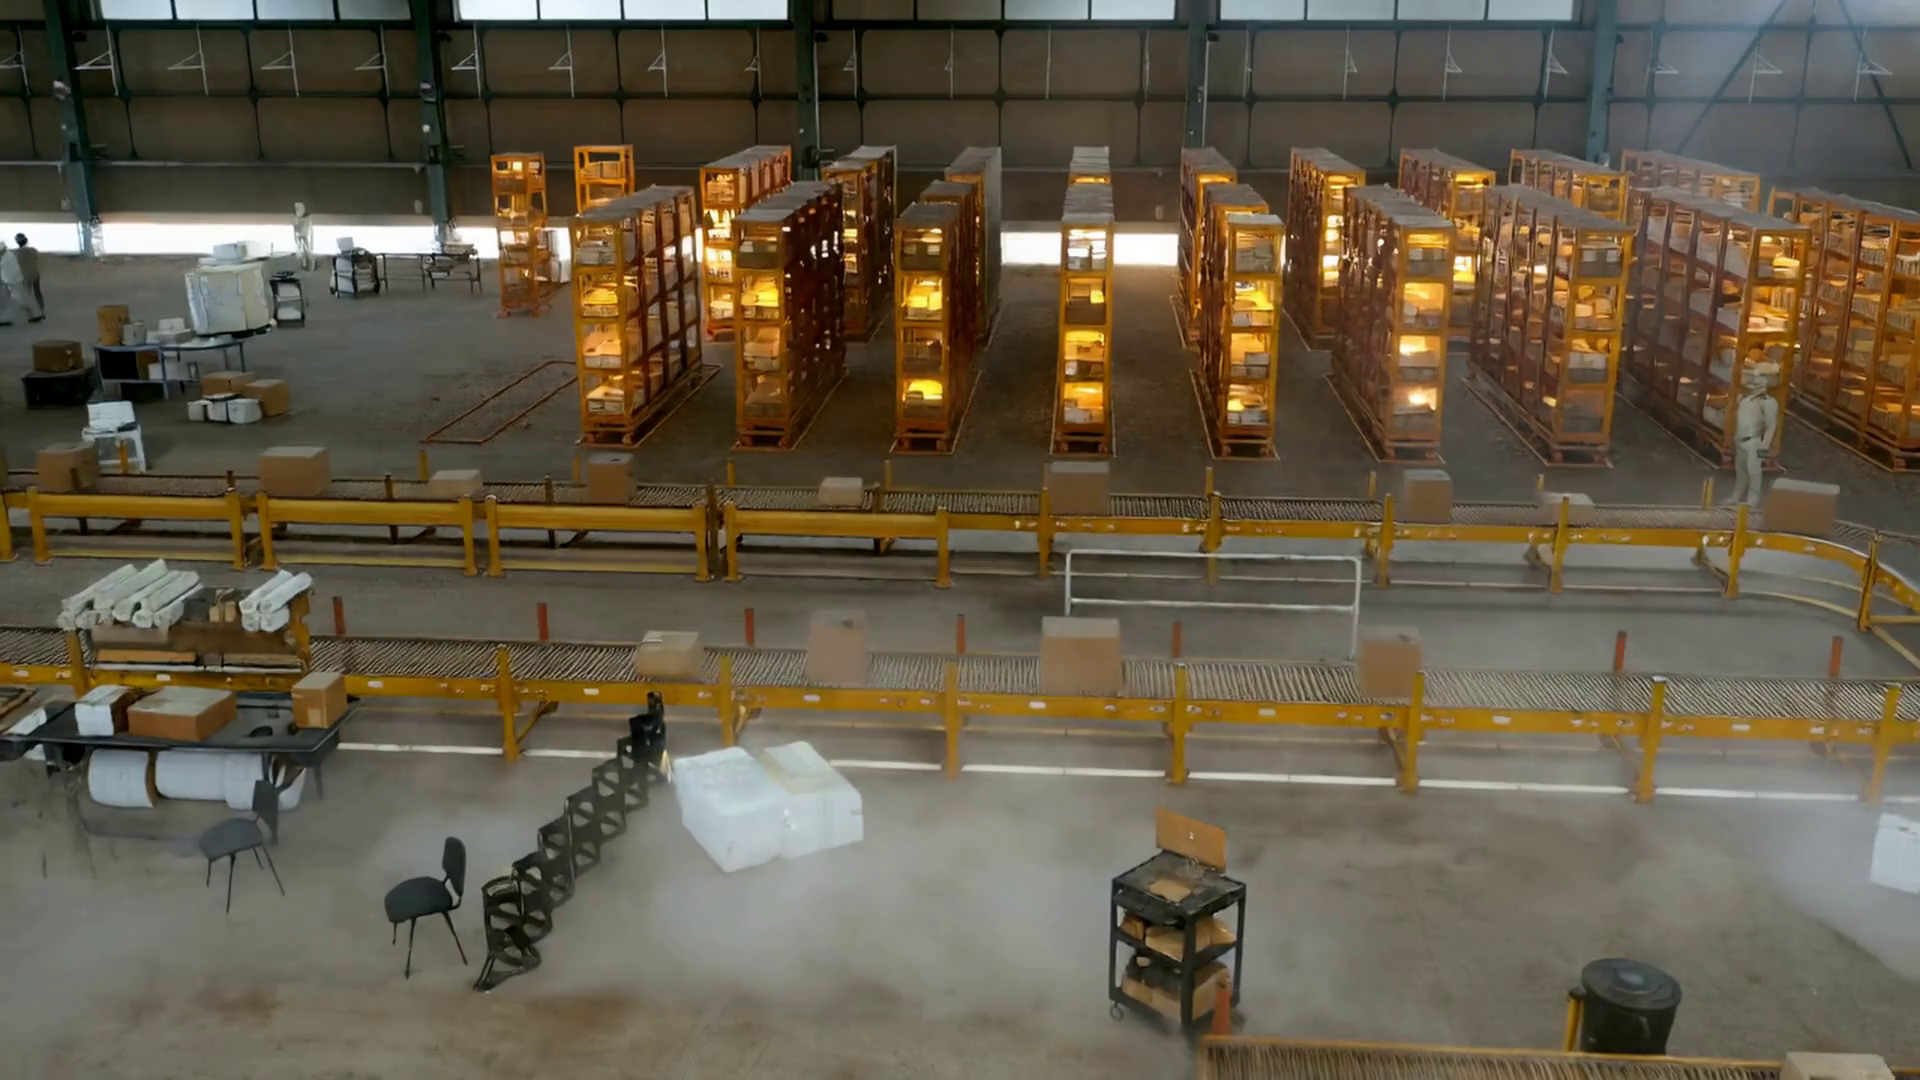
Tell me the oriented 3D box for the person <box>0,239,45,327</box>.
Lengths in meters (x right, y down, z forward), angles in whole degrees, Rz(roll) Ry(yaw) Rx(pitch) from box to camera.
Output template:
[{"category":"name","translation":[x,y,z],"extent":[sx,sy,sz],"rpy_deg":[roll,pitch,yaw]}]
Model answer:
[{"category":"person","translation":[-20.640,-5.627,36.311],"extent":[0.924,1.896,0.619],"rpy_deg":[-12,21,-33]}]

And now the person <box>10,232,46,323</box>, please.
[{"category":"person","translation":[-20.544,-5.783,36.643],"extent":[0.387,1.992,0.626],"rpy_deg":[12,21,33]}]

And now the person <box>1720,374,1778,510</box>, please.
[{"category":"person","translation":[10.755,-1.323,22.652],"extent":[0.399,1.899,0.644],"rpy_deg":[-3,18,-9]}]

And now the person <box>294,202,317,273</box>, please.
[{"category":"person","translation":[-17.290,-7.981,43.873],"extent":[0.630,1.840,0.429],"rpy_deg":[8,19,25]}]
